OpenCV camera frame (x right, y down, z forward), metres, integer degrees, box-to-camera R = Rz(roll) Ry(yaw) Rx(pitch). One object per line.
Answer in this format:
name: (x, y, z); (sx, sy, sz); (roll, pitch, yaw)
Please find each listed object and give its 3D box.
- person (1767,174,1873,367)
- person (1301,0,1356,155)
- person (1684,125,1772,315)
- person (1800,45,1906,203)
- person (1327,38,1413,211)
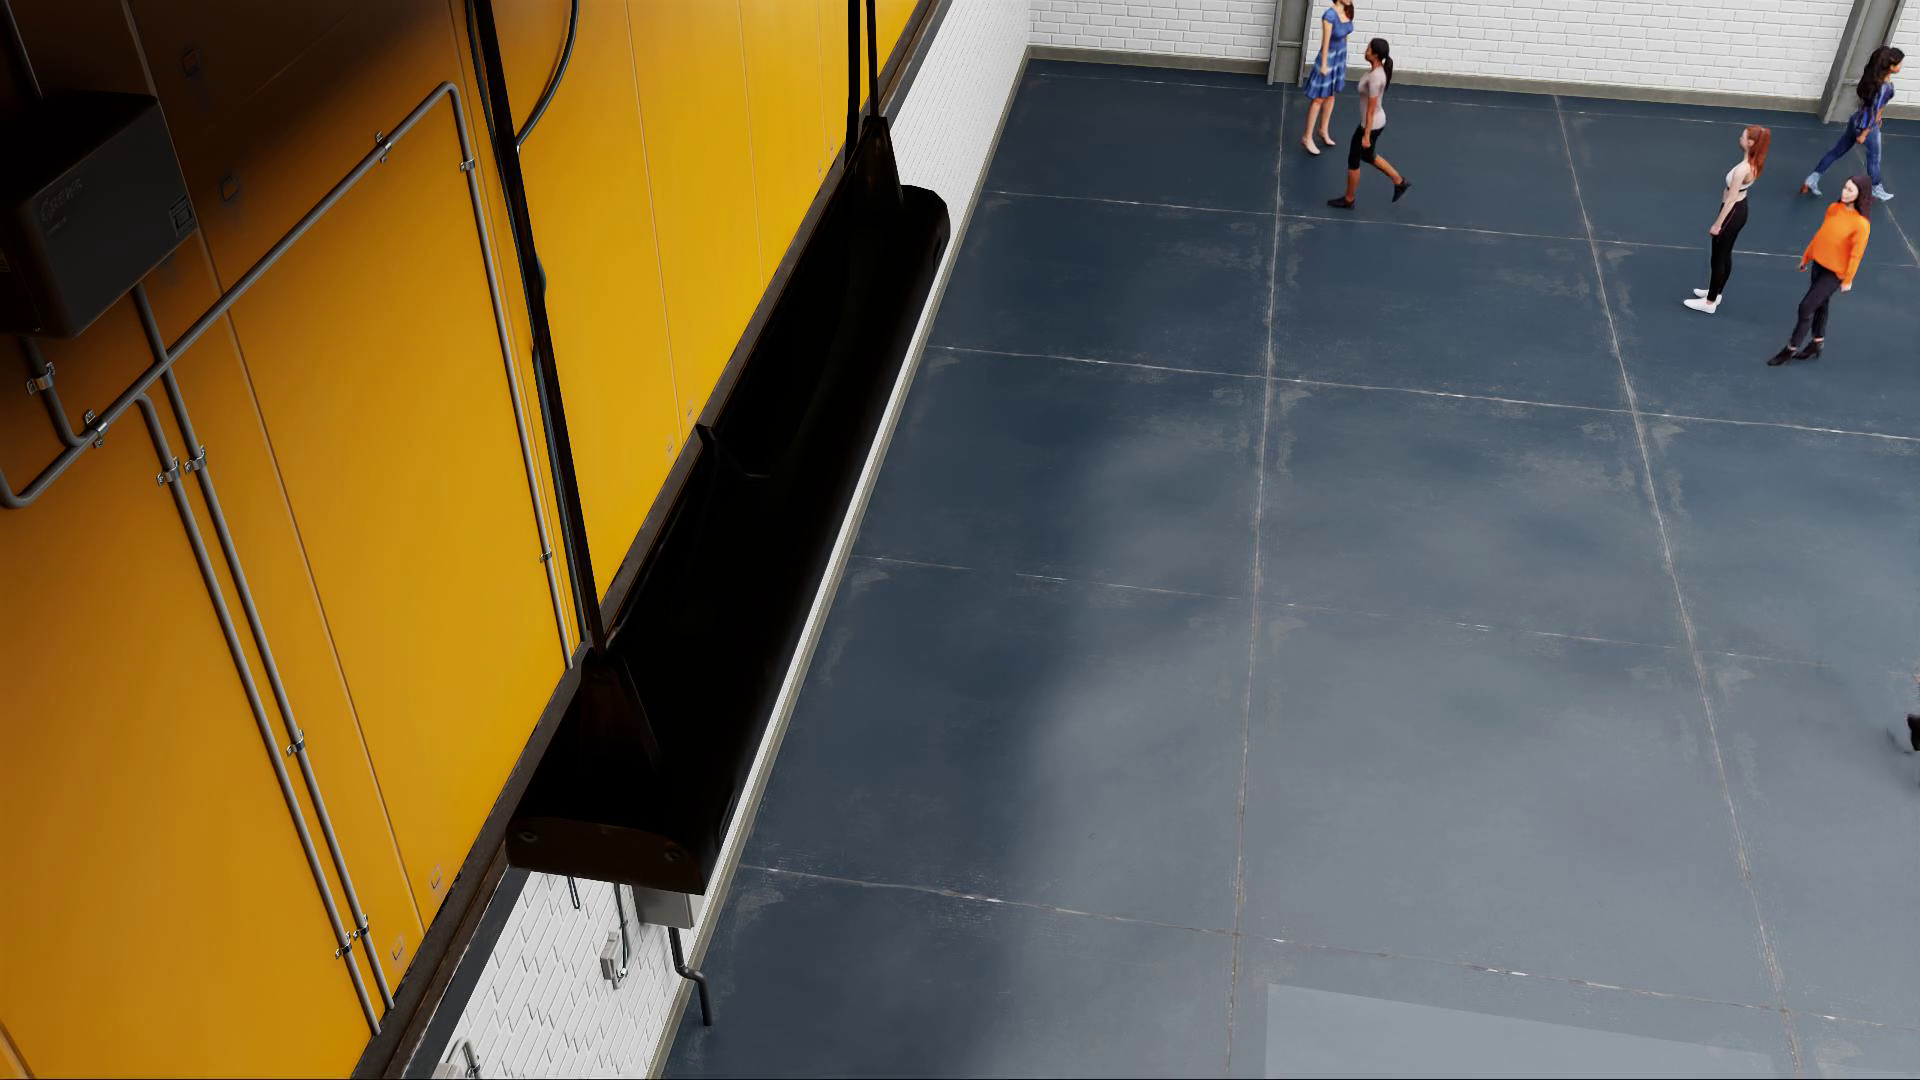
person: (7.323, -2.241, 13.859); (0.879, 1.727, 0.765); (-5, 39, -7)
person: (3.805, -4.854, 17.071); (0.782, 1.800, 0.777); (29, 47, 32)
person: (6.757, -2.808, 14.558); (0.683, 1.740, 0.663); (30, 47, 32)
person: (8.724, -4.022, 16.217); (1.060, 1.567, 0.631); (8, 39, 9)
person: (4.033, -3.963, 16.015); (1.031, 1.727, 0.691); (11, 40, 14)
